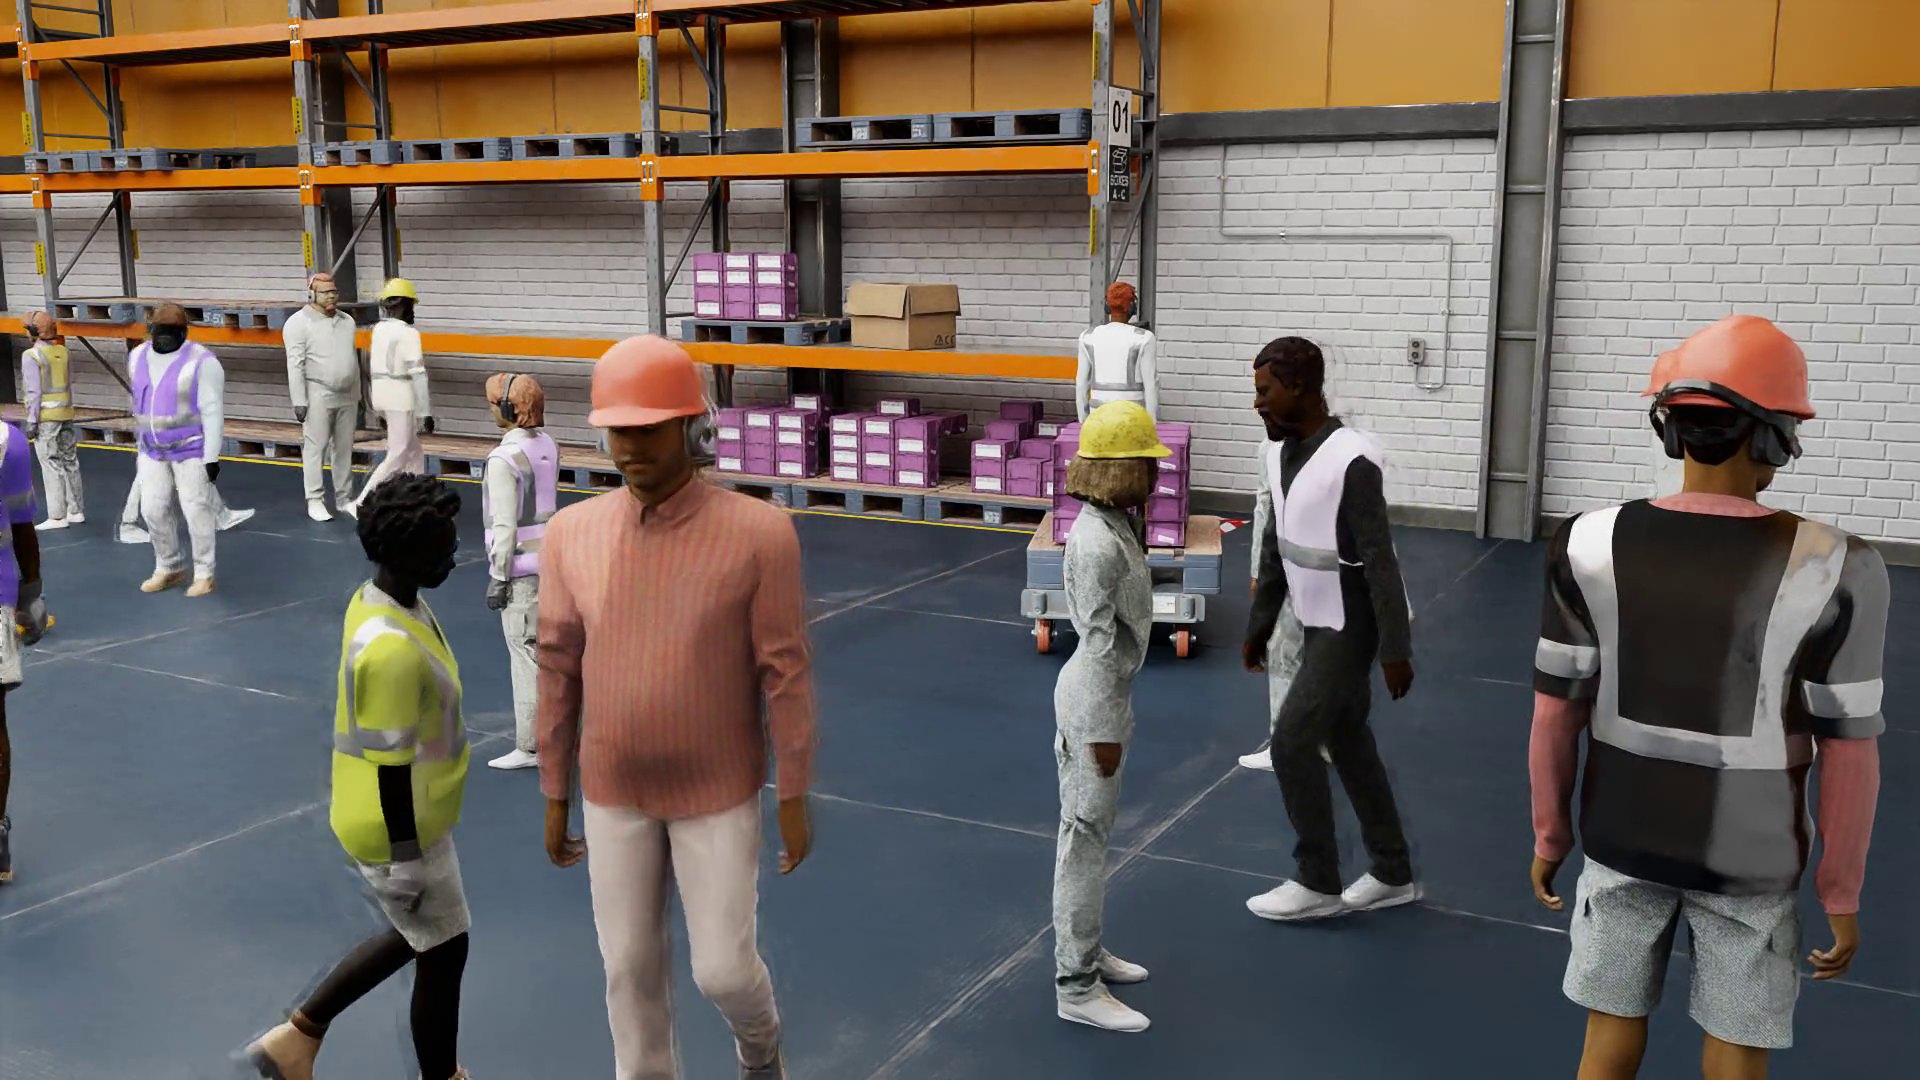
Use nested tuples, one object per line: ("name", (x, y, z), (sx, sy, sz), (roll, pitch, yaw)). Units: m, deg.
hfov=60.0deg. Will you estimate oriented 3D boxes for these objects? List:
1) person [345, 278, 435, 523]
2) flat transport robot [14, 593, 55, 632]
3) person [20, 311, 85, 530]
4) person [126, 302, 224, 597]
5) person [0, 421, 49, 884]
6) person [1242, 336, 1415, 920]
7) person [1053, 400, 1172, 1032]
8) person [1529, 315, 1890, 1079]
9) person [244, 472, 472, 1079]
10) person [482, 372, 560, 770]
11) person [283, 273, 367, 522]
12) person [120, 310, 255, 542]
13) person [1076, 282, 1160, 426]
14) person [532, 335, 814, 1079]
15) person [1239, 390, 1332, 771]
("person", (-4.276, -0.999, 12.415), (0.703, 1.875, 0.776), (9, 14, 41))
("flat transport robot", (-5.781, 0.365, 9.324), (1.431, 0.197, 0.652), (7, 12, 34))
("person", (-6.821, -0.893, 12.477), (0.307, 1.637, 0.525), (1, 10, 3))
("person", (-4.716, -0.535, 10.061), (0.651, 1.805, 0.470), (2, 10, 10))
("person", (-3.535, 0.196, 5.774), (0.618, 1.907, 1.019), (-5, 11, -25))
("person", (1.179, 0.292, 5.314), (0.704, 1.870, 0.610), (-2, 10, -8))
("person", (0.427, 0.483, 4.668), (0.322, 1.735, 0.486), (2, 10, 9))
("person", (1.428, 0.590, 3.237), (0.614, 2.039, 0.394), (7, 13, 35))
("person", (-1.364, 0.657, 3.893), (0.557, 1.663, 0.571), (-4, 11, -21))
("person", (-1.792, 0.128, 6.872), (0.307, 1.641, 0.514), (2, 10, 9))
("person", (-4.890, -1.110, 12.923), (0.407, 1.906, 0.655), (6, 12, 29))
("person", (-5.660, -0.835, 12.015), (0.941, 1.686, 0.480), (-6, 12, -30))
("person", (1.078, -0.808, 11.326), (0.586, 1.883, 0.340), (5, 12, 26))
("person", (-0.636, 0.532, 3.733), (0.647, 1.976, 0.535), (2, 10, 10))
("person", (1.360, 0.088, 6.841), (0.485, 1.738, 0.346), (-9, 14, -42))
